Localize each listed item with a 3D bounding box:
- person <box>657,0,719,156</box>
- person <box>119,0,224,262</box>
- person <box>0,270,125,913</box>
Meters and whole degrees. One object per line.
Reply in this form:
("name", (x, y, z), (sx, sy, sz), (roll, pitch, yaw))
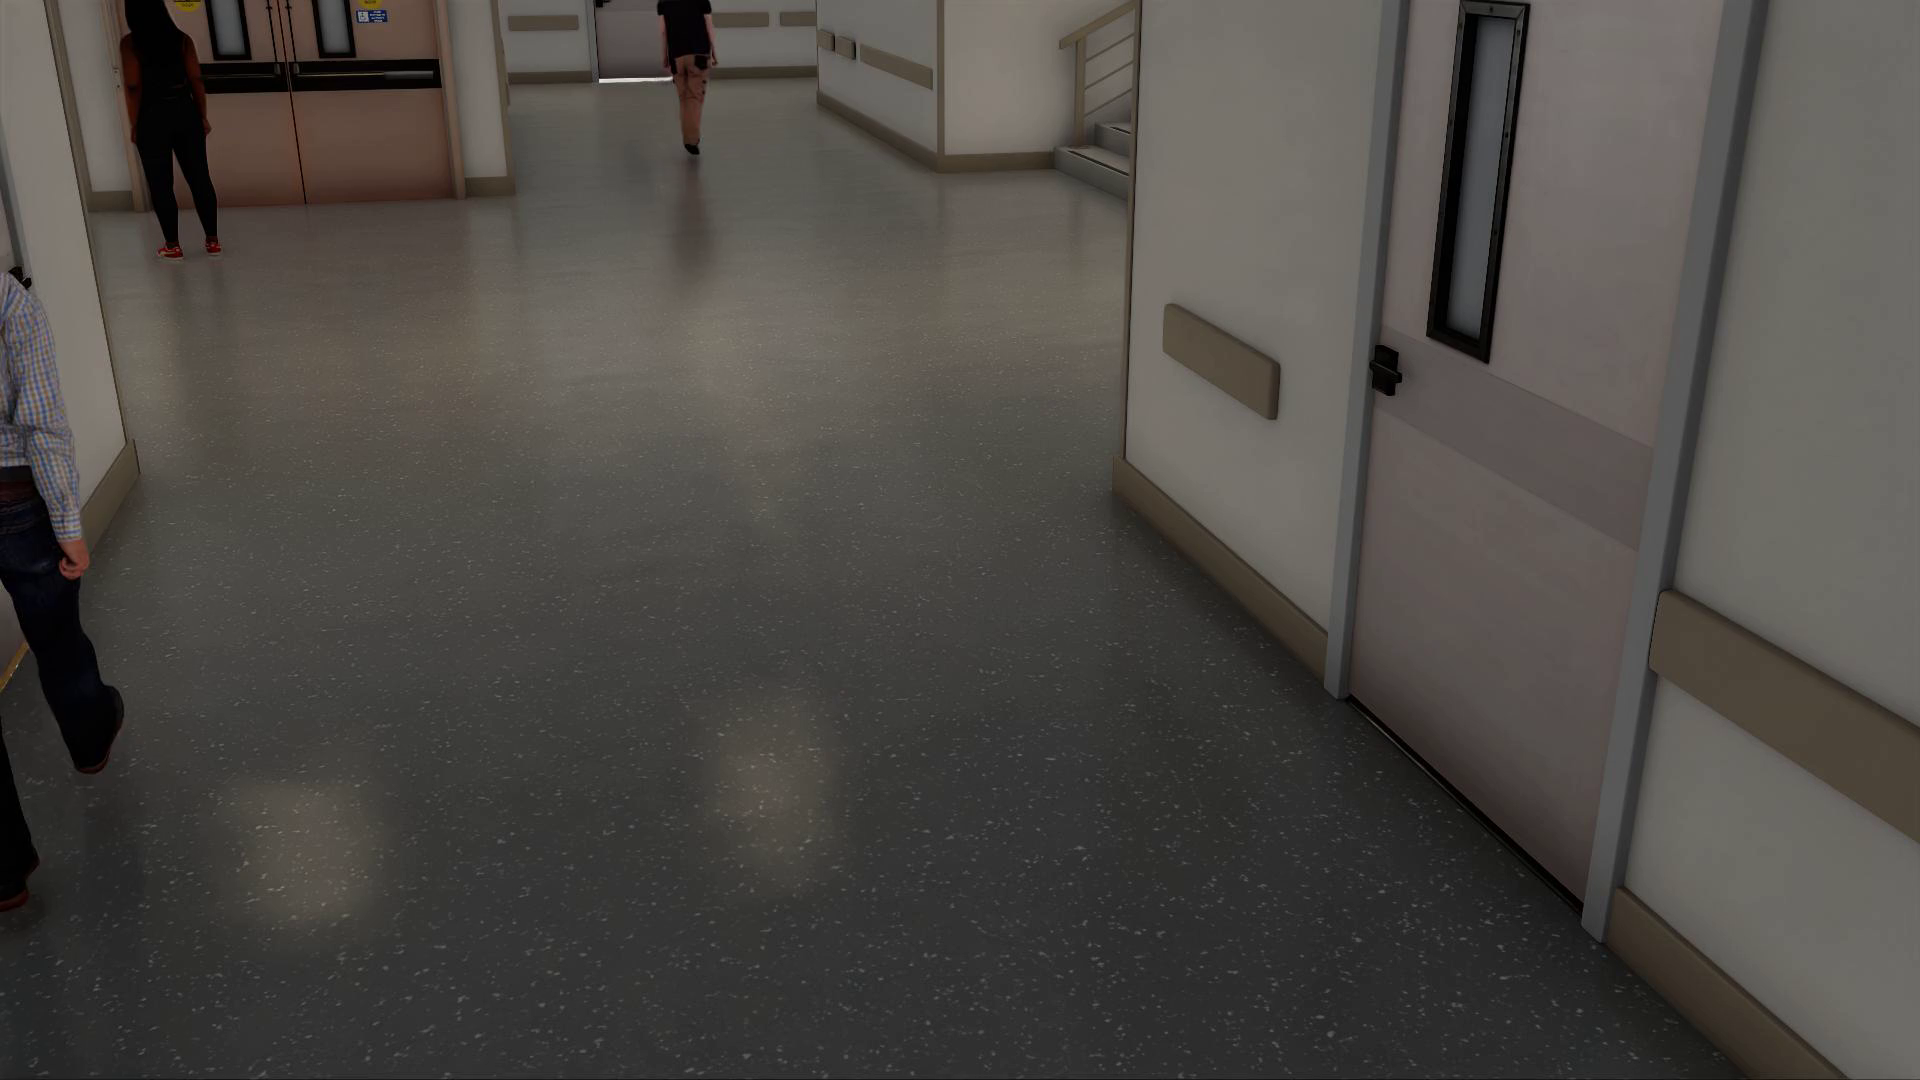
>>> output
("person", (-2.625, -4.602, 15.994), (1.241, 1.794, 1.083), (3, 21, 9))
("person", (-5.378, -2.831, 11.291), (0.704, 1.815, 0.831), (-16, 26, -37))
("person", (-2.315, 0.001, 3.882), (1.119, 1.765, 0.748), (-6, 22, -16))
